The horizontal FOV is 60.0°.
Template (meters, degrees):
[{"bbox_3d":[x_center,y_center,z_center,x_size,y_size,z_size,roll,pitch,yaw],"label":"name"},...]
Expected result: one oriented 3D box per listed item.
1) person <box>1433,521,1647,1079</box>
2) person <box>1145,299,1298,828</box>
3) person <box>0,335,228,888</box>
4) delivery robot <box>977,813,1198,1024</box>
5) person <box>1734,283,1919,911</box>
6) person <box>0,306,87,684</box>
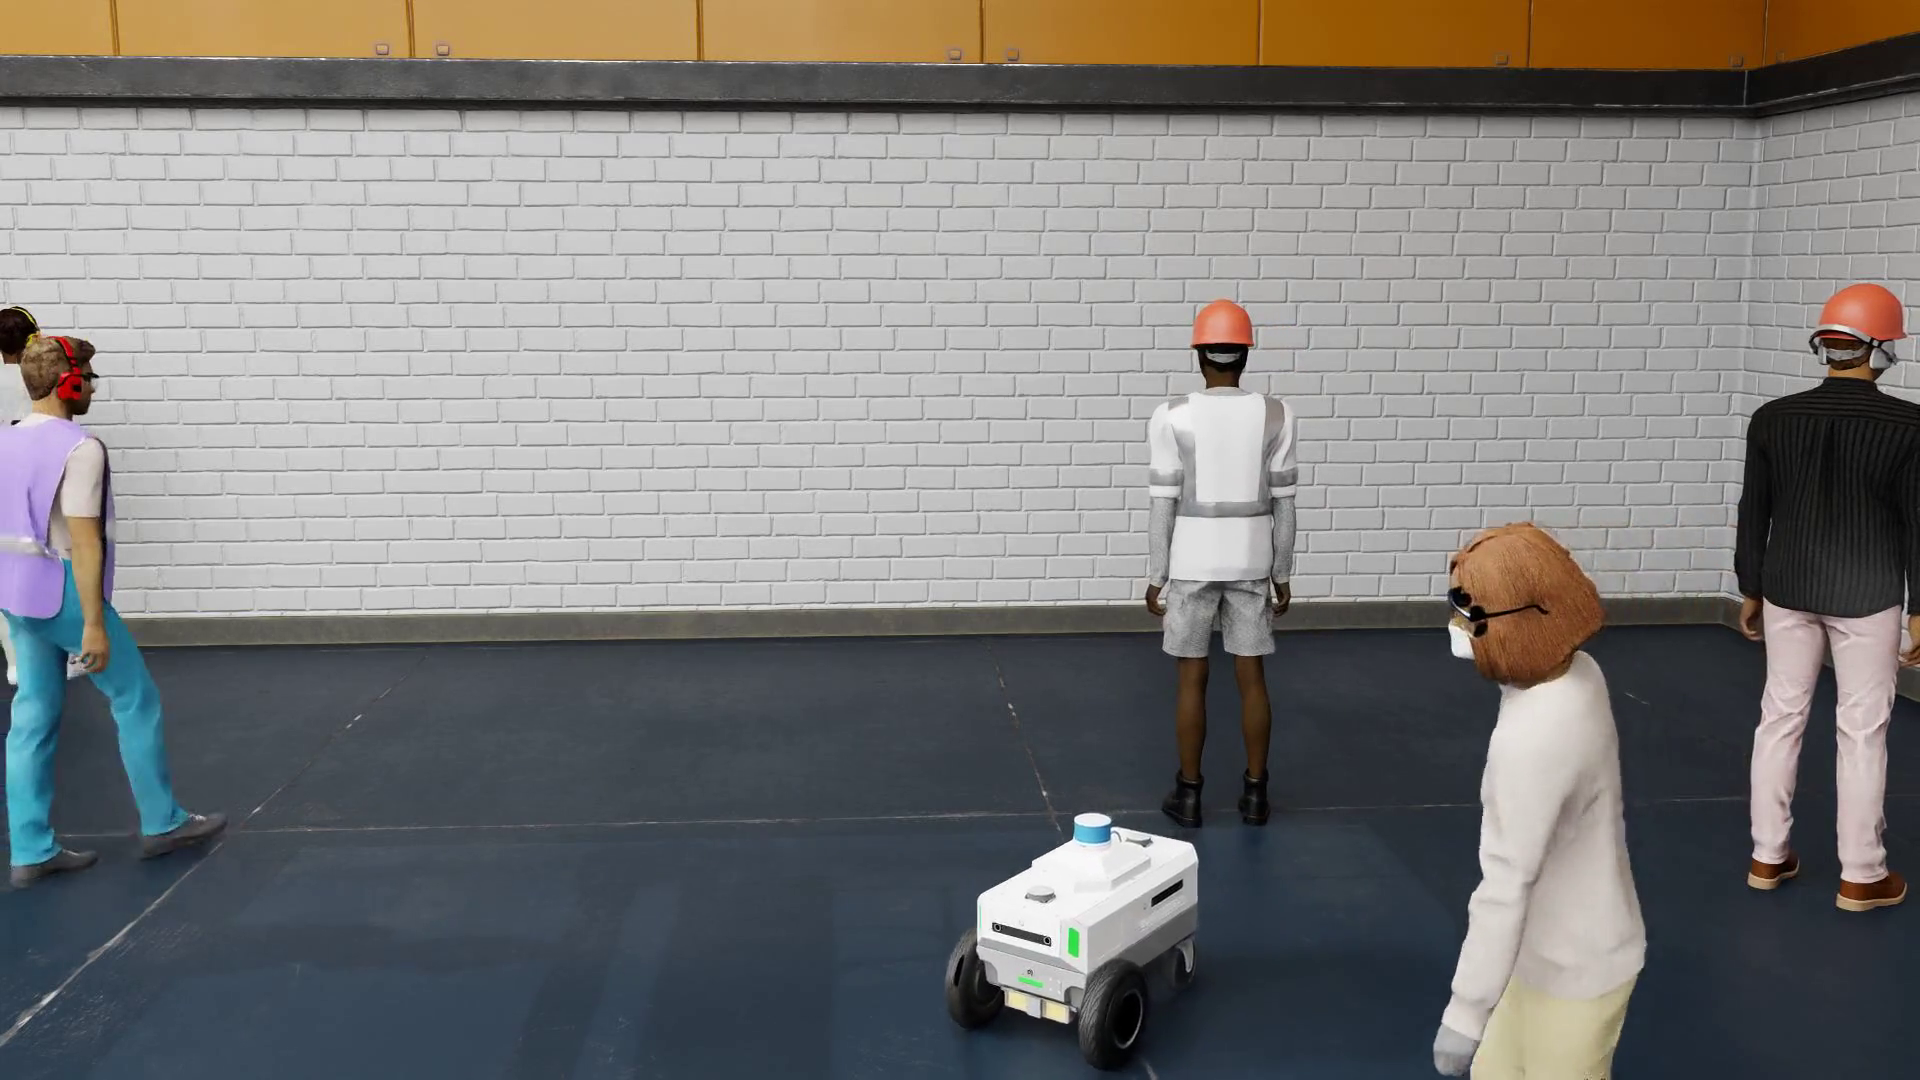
[{"bbox_3d":[1.066,0.759,2.941,0.474,1.595,0.531,5,10,26],"label":"person"},{"bbox_3d":[0.949,0.091,6.118,0.552,1.932,0.377,-1,9,-3],"label":"person"},{"bbox_3d":[-2.935,0.220,5.662,0.608,1.811,0.817,5,10,30],"label":"person"},{"bbox_3d":[0.358,0.987,4.516,0.477,0.478,0.707,6,11,35],"label":"delivery robot"},{"bbox_3d":[2.822,0.181,5.362,0.389,1.996,0.612,-8,12,-39],"label":"person"},{"bbox_3d":[-4.639,-0.218,8.268,0.518,1.868,0.322,-2,9,-12],"label":"person"}]
